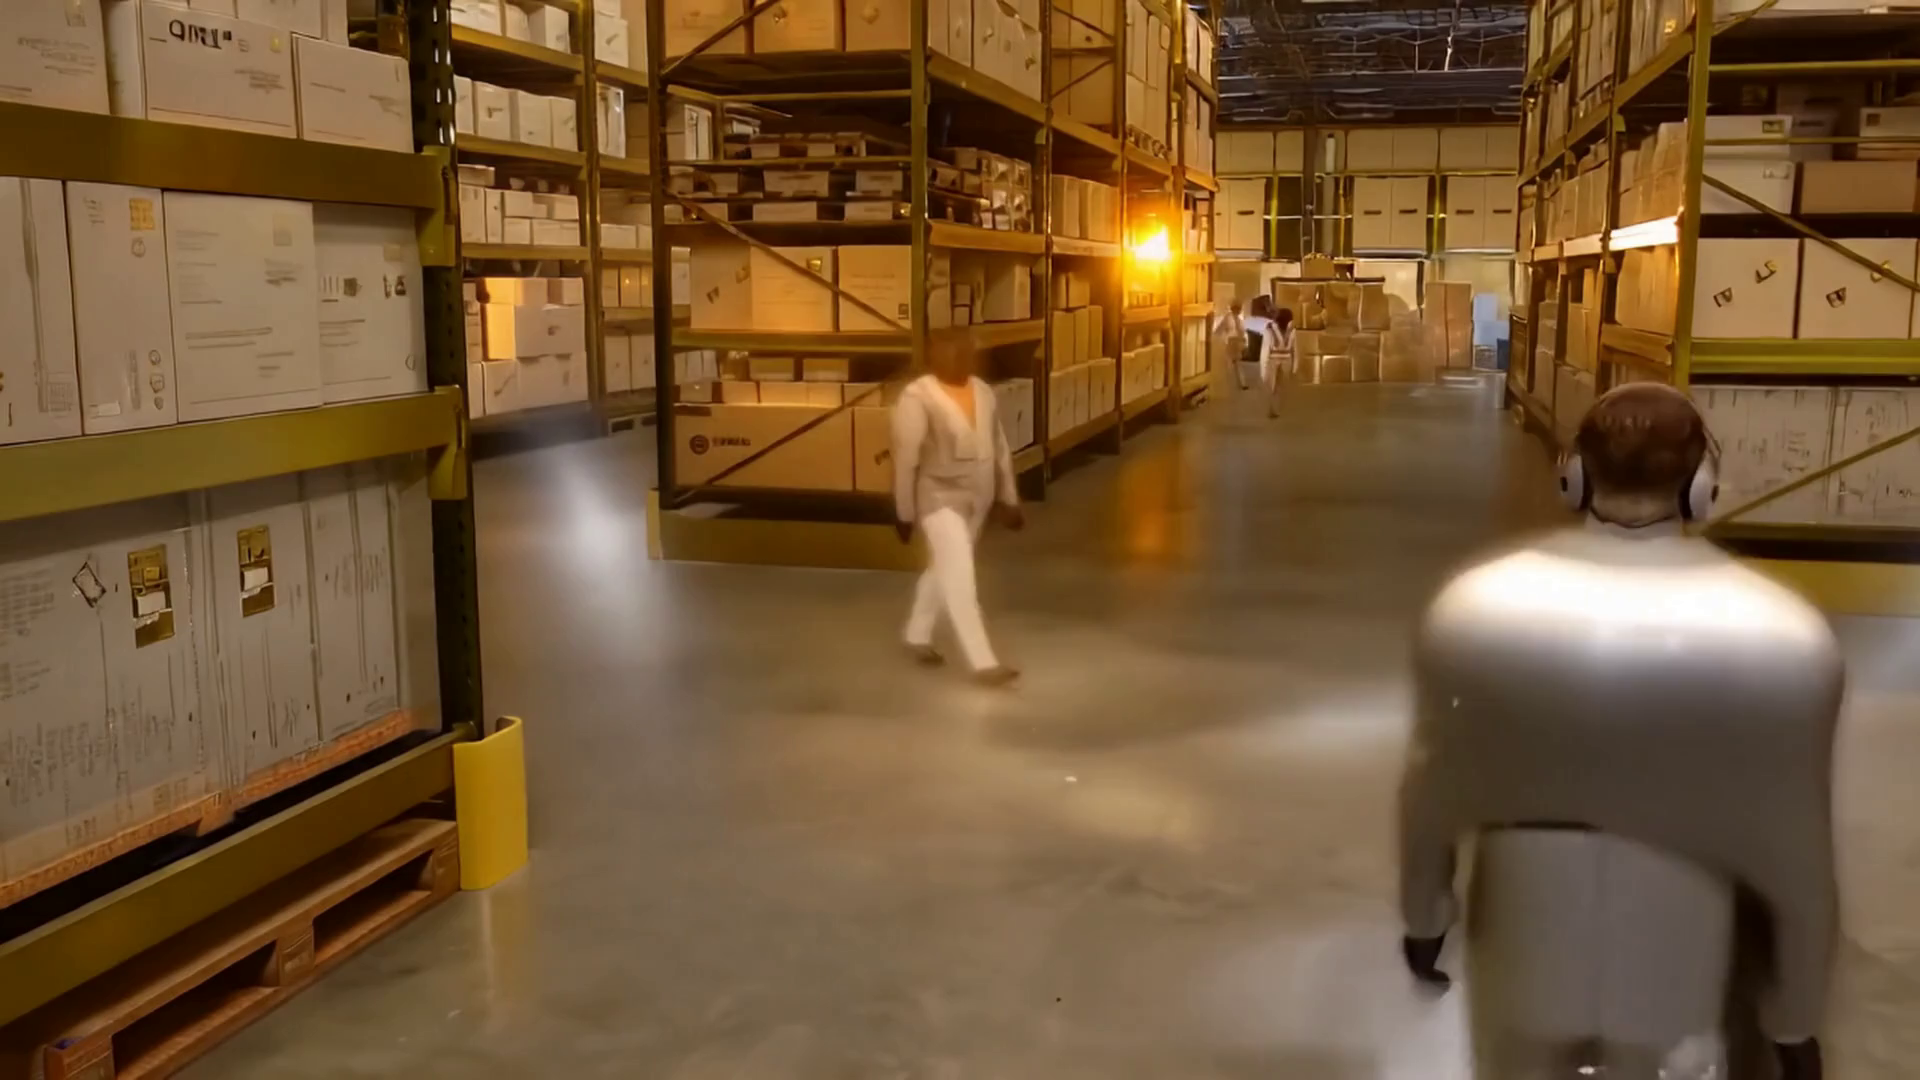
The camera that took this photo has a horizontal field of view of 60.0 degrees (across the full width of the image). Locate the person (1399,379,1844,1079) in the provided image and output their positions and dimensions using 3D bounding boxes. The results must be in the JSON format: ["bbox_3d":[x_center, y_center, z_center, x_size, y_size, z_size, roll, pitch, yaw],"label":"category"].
[{"bbox_3d":[1.048,0.671,2.736,0.672,1.869,0.973,4,10,23],"label":"person"}]

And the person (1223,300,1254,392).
[{"bbox_3d":[4.890,-3.496,29.877,0.881,1.645,0.579,9,12,44],"label":"person"}]

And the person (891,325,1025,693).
[{"bbox_3d":[-0.017,-0.173,8.327,0.955,1.799,0.633,9,12,44],"label":"person"}]

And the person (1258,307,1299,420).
[{"bbox_3d":[4.560,-2.497,23.666,0.547,1.596,0.799,-2,9,-11],"label":"person"}]

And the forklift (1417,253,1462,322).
[{"bbox_3d":[15.323,-7.665,52.470,1.129,2.768,1.873,-2,9,-14],"label":"forklift"}]

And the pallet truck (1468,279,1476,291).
[{"bbox_3d":[18.896,-8.459,60.307,1.885,1.965,0.823,5,10,31],"label":"pallet truck"}]
